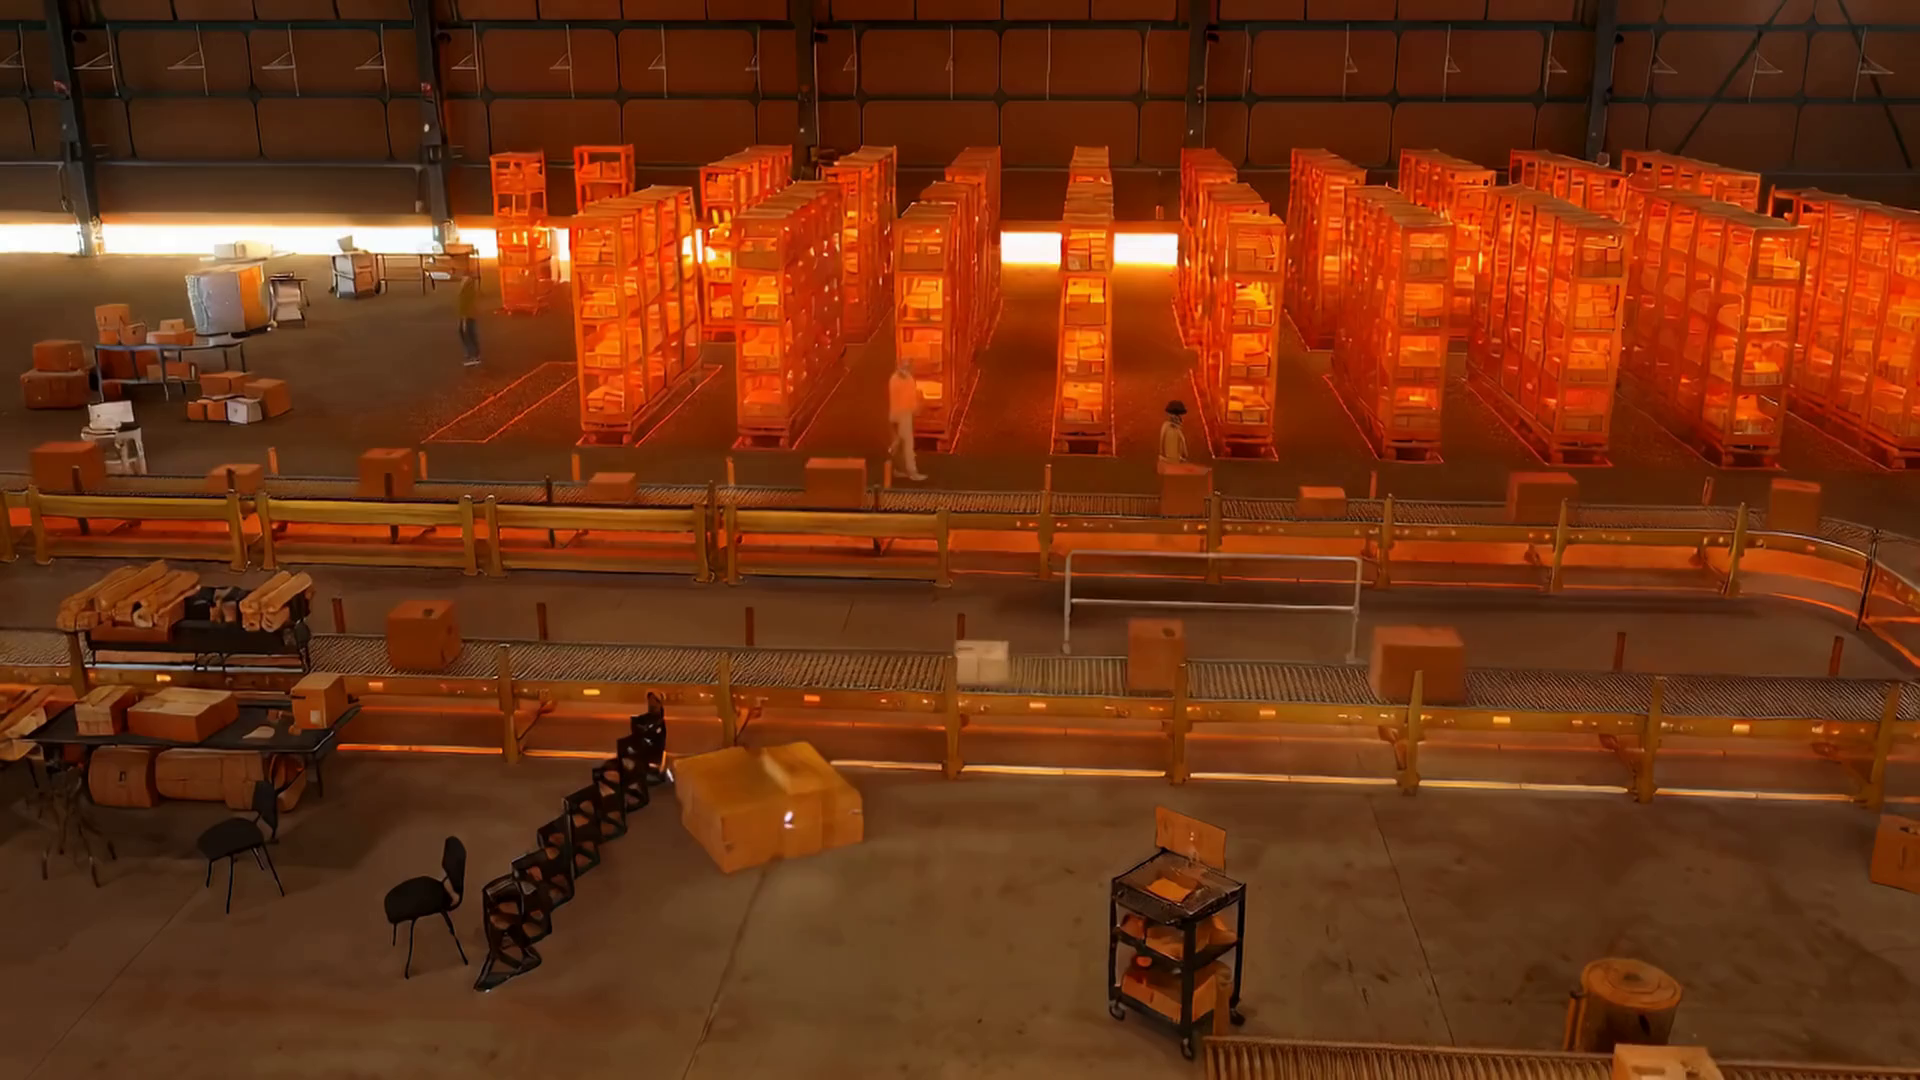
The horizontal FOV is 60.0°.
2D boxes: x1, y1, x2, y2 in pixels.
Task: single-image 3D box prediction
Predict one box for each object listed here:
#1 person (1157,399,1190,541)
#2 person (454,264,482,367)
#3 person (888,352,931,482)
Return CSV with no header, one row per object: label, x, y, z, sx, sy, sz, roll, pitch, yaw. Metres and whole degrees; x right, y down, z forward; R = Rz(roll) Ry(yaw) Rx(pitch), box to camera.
person,2.750,-0.917,21.471,0.403,1.832,0.593,0,17,0
person,-9.504,-4.304,31.967,0.517,1.980,0.644,-4,18,-13
person,-0.682,-1.786,24.128,0.738,1.884,0.678,4,18,14
